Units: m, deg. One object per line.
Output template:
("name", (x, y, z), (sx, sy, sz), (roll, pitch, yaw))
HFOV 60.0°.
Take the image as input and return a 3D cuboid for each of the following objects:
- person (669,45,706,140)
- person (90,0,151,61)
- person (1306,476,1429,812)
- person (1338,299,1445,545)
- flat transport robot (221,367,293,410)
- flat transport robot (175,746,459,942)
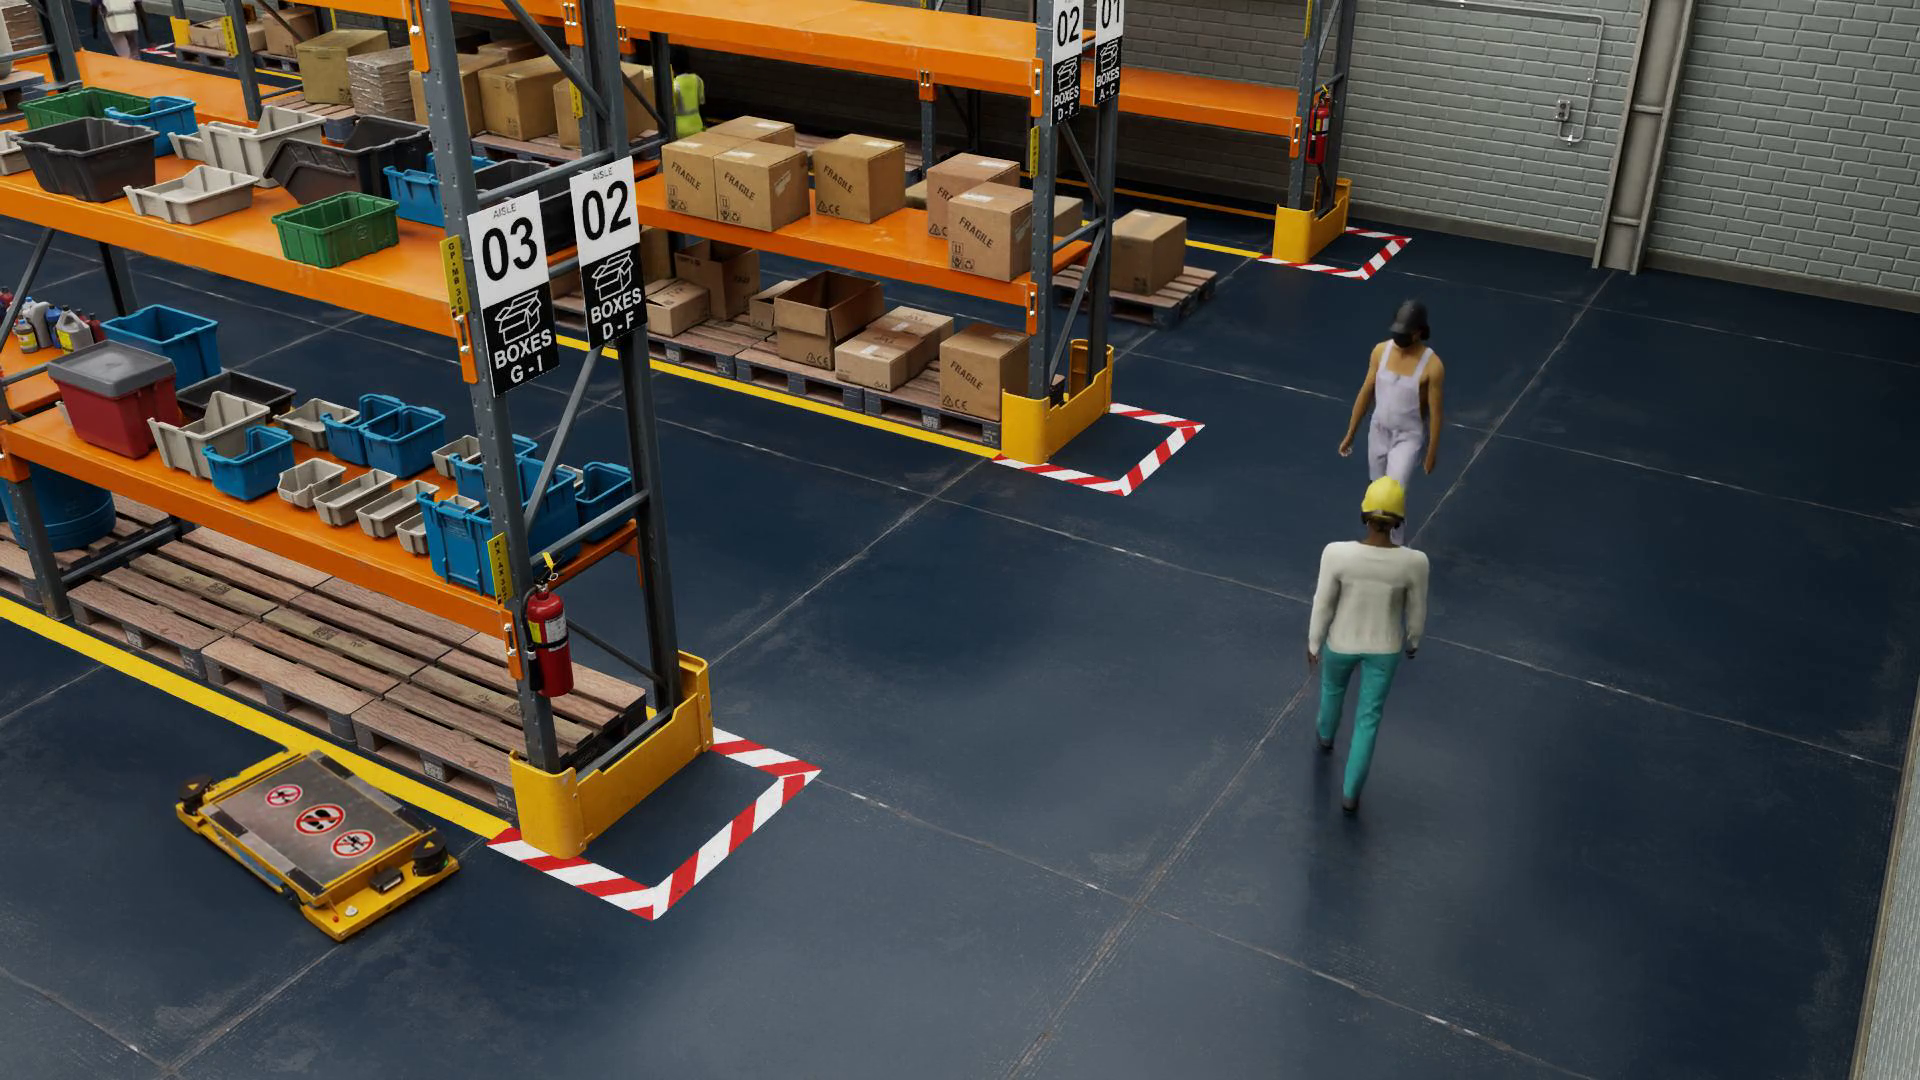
("person", (-2.808, -4.069, 16.501), (0.842, 1.648, 0.551), (17, 33, 28))
("person", (-10.185, -6.200, 20.195), (0.978, 1.784, 0.567), (24, 37, 36))
("person", (2.025, 0.453, 8.309), (0.553, 1.727, 0.834), (6, 30, 10))
("person", (2.601, -0.585, 10.067), (0.598, 1.845, 0.513), (-24, 37, -36))
("flat transport robot", (-5.750, -1.067, 12.549), (1.431, 0.231, 0.659), (19, 34, 30))
("flat transport robot", (-3.149, 1.416, 8.092), (1.431, 0.231, 0.659), (22, 36, 34))
